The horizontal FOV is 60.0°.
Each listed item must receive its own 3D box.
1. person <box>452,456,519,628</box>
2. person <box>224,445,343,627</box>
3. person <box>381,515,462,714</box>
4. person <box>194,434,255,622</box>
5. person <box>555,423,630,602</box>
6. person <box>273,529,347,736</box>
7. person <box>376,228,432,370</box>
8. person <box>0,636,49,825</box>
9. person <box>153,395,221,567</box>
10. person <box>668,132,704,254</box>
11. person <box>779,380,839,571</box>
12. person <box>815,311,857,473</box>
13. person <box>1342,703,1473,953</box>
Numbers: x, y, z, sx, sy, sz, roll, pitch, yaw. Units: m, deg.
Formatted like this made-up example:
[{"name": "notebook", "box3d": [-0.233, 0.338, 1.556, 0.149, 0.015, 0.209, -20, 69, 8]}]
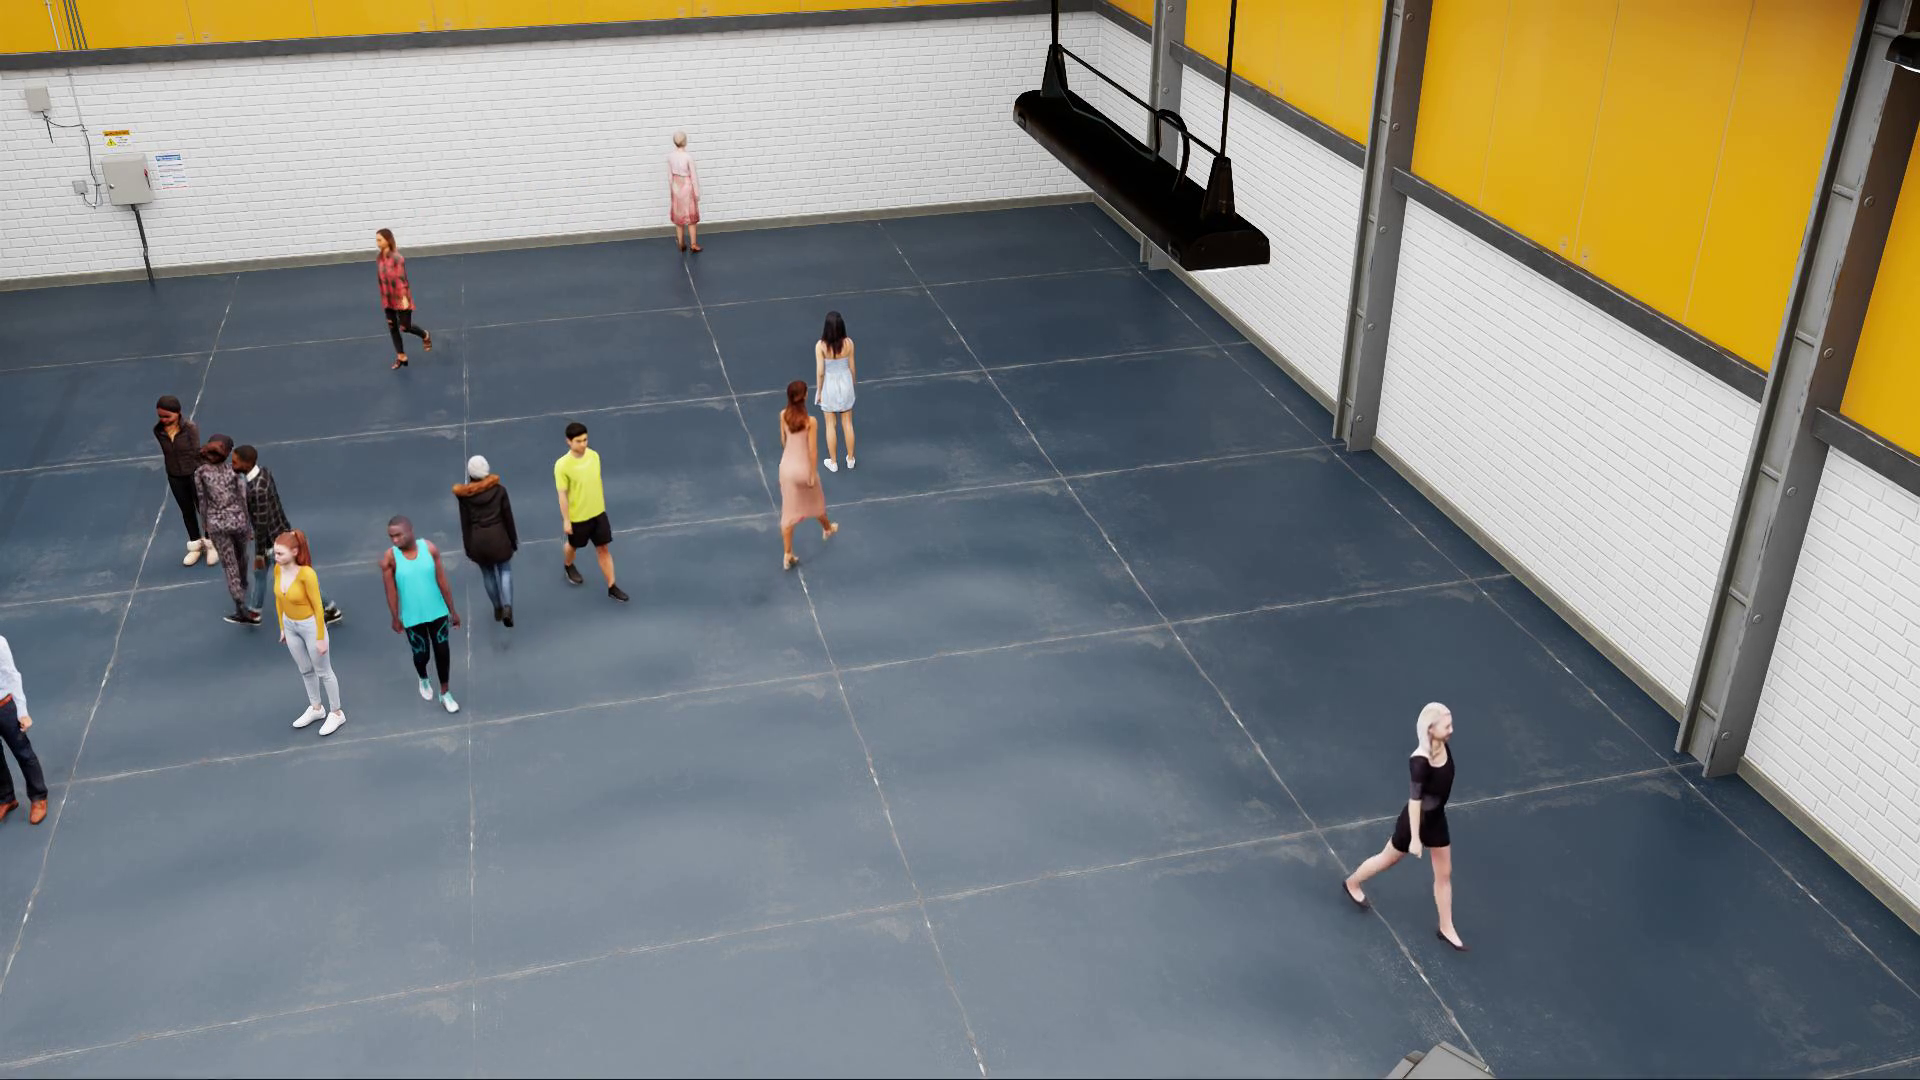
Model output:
[{"name": "person", "box3d": [-4.049, 0.049, 14.320, 0.617, 1.622, 0.823, -8, 30, -14]}, {"name": "person", "box3d": [-5.772, 0.008, 14.246, 0.775, 1.764, 1.136, -8, 30, -14]}, {"name": "person", "box3d": [-4.295, 0.547, 13.225, 0.758, 1.796, 0.799, -19, 34, -31]}, {"name": "person", "box3d": [-6.372, -0.063, 14.481, 0.692, 1.665, 1.181, -11, 31, -20]}, {"name": "person", "box3d": [-3.414, -0.280, 14.875, 0.995, 1.667, 1.211, -25, 37, -38]}, {"name": "person", "box3d": [-5.106, 0.707, 12.981, 0.690, 1.750, 0.734, 12, 31, 21]}, {"name": "person", "box3d": [-6.568, -2.851, 19.565, 0.895, 1.690, 0.956, 15, 32, 26]}, {"name": "person", "box3d": [-6.952, 1.244, 11.955, 0.676, 1.789, 0.596, -3, 29, -5]}, {"name": "person", "box3d": [-7.180, -0.595, 15.460, 0.659, 1.661, 0.604, -7, 29, -13]}, {"name": "person", "box3d": [-3.861, -4.859, 23.244, 0.704, 1.692, 0.735, 9, 30, 15]}, {"name": "person", "box3d": [-1.536, -0.566, 15.269, 0.990, 1.793, 1.113, 11, 31, 20]}, {"name": "person", "box3d": [-1.273, -1.540, 17.120, 0.603, 1.730, 0.547, -10, 30, -18]}, {"name": "person", "box3d": [2.915, 1.835, 10.877, 1.232, 1.783, 1.050, 21, 35, 33]}]
